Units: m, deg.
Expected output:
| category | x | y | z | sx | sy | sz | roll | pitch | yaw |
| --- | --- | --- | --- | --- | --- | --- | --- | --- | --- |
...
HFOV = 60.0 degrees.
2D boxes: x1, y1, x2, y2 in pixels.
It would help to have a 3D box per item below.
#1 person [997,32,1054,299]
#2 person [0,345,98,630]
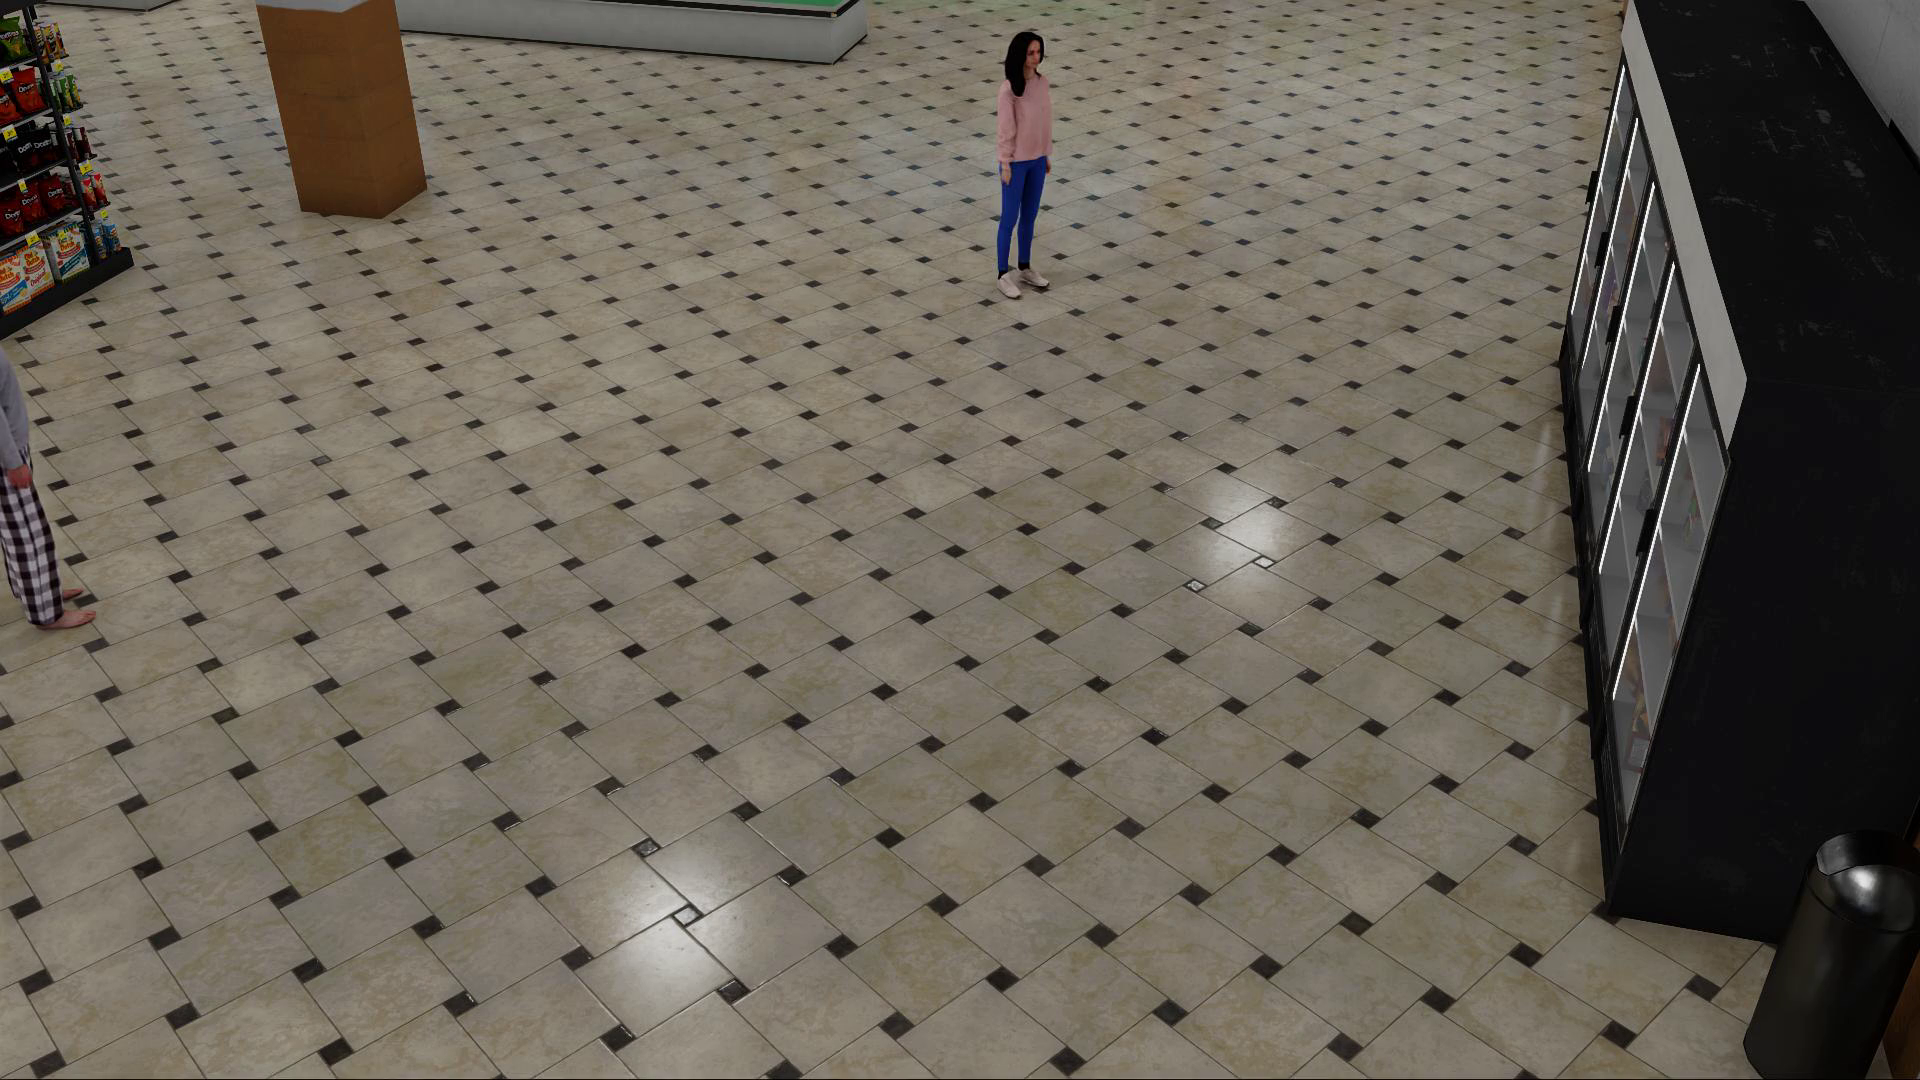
| category | x | y | z | sx | sy | sz | roll | pitch | yaw |
| --- | --- | --- | --- | --- | --- | --- | --- | --- | --- |
| person | 0.416 | -2.525 | 11.142 | 0.725 | 1.769 | 0.735 | -26 | 40 | -35 |
| person | -4.462 | -0.432 | 7.705 | 0.765 | 1.847 | 0.693 | -19 | 37 | -28 |
